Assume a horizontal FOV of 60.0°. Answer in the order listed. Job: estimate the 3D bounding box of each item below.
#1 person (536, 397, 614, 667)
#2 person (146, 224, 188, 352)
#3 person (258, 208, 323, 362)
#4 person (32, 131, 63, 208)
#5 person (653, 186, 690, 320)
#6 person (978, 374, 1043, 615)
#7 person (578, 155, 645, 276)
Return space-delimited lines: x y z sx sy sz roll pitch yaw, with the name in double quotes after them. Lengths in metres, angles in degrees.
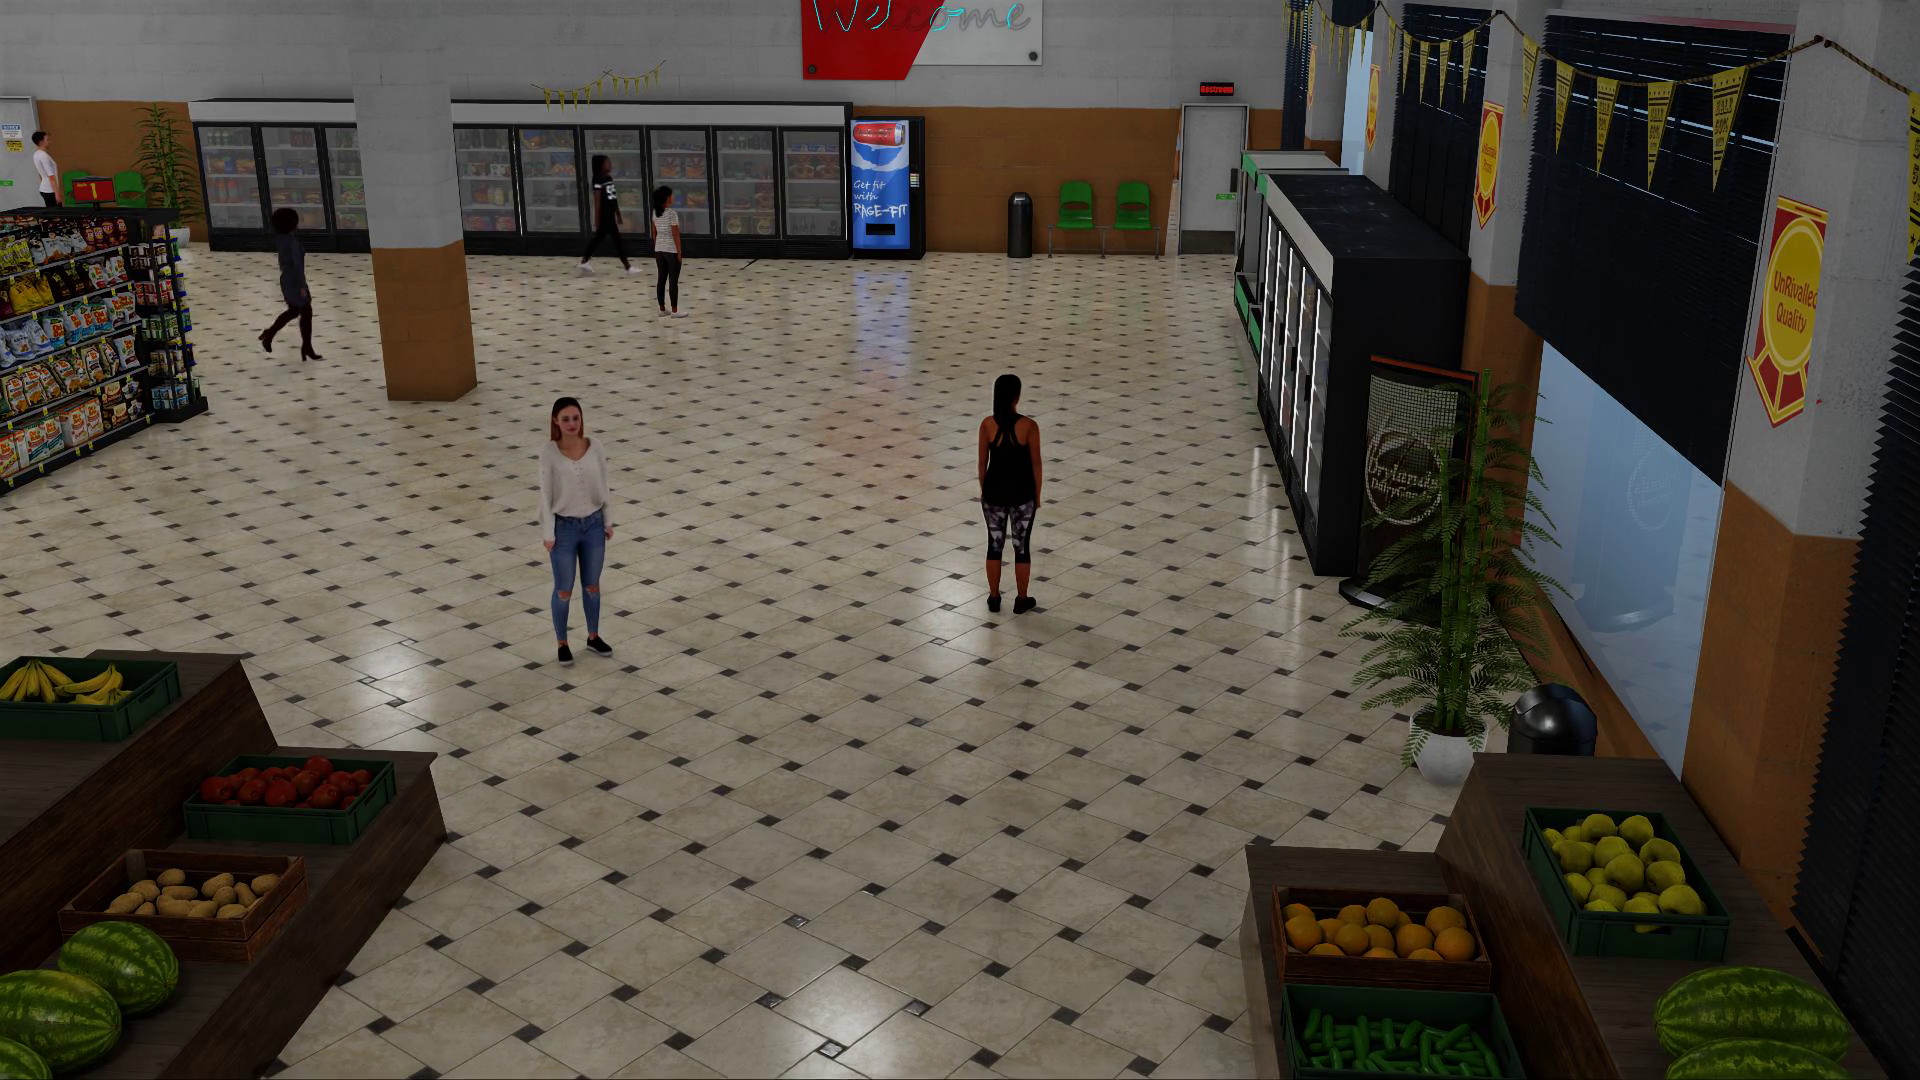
-2.386 -0.064 10.335 0.709 1.691 0.743 -12 22 -31 "person"
-8.433 -2.503 17.491 0.771 1.741 0.676 12 22 31 "person"
-7.475 -2.806 18.457 0.972 1.697 0.885 -17 25 -42 "person"
-14.306 -5.478 26.141 0.791 1.852 0.748 -17 25 -41 "person"
-3.701 -3.647 21.034 0.651 1.645 0.670 13 23 34 "person"
0.328 -0.318 11.136 0.602 1.661 0.539 4 19 12 "person"
-5.162 -4.618 23.850 0.749 1.685 1.176 3 19 9 "person"
